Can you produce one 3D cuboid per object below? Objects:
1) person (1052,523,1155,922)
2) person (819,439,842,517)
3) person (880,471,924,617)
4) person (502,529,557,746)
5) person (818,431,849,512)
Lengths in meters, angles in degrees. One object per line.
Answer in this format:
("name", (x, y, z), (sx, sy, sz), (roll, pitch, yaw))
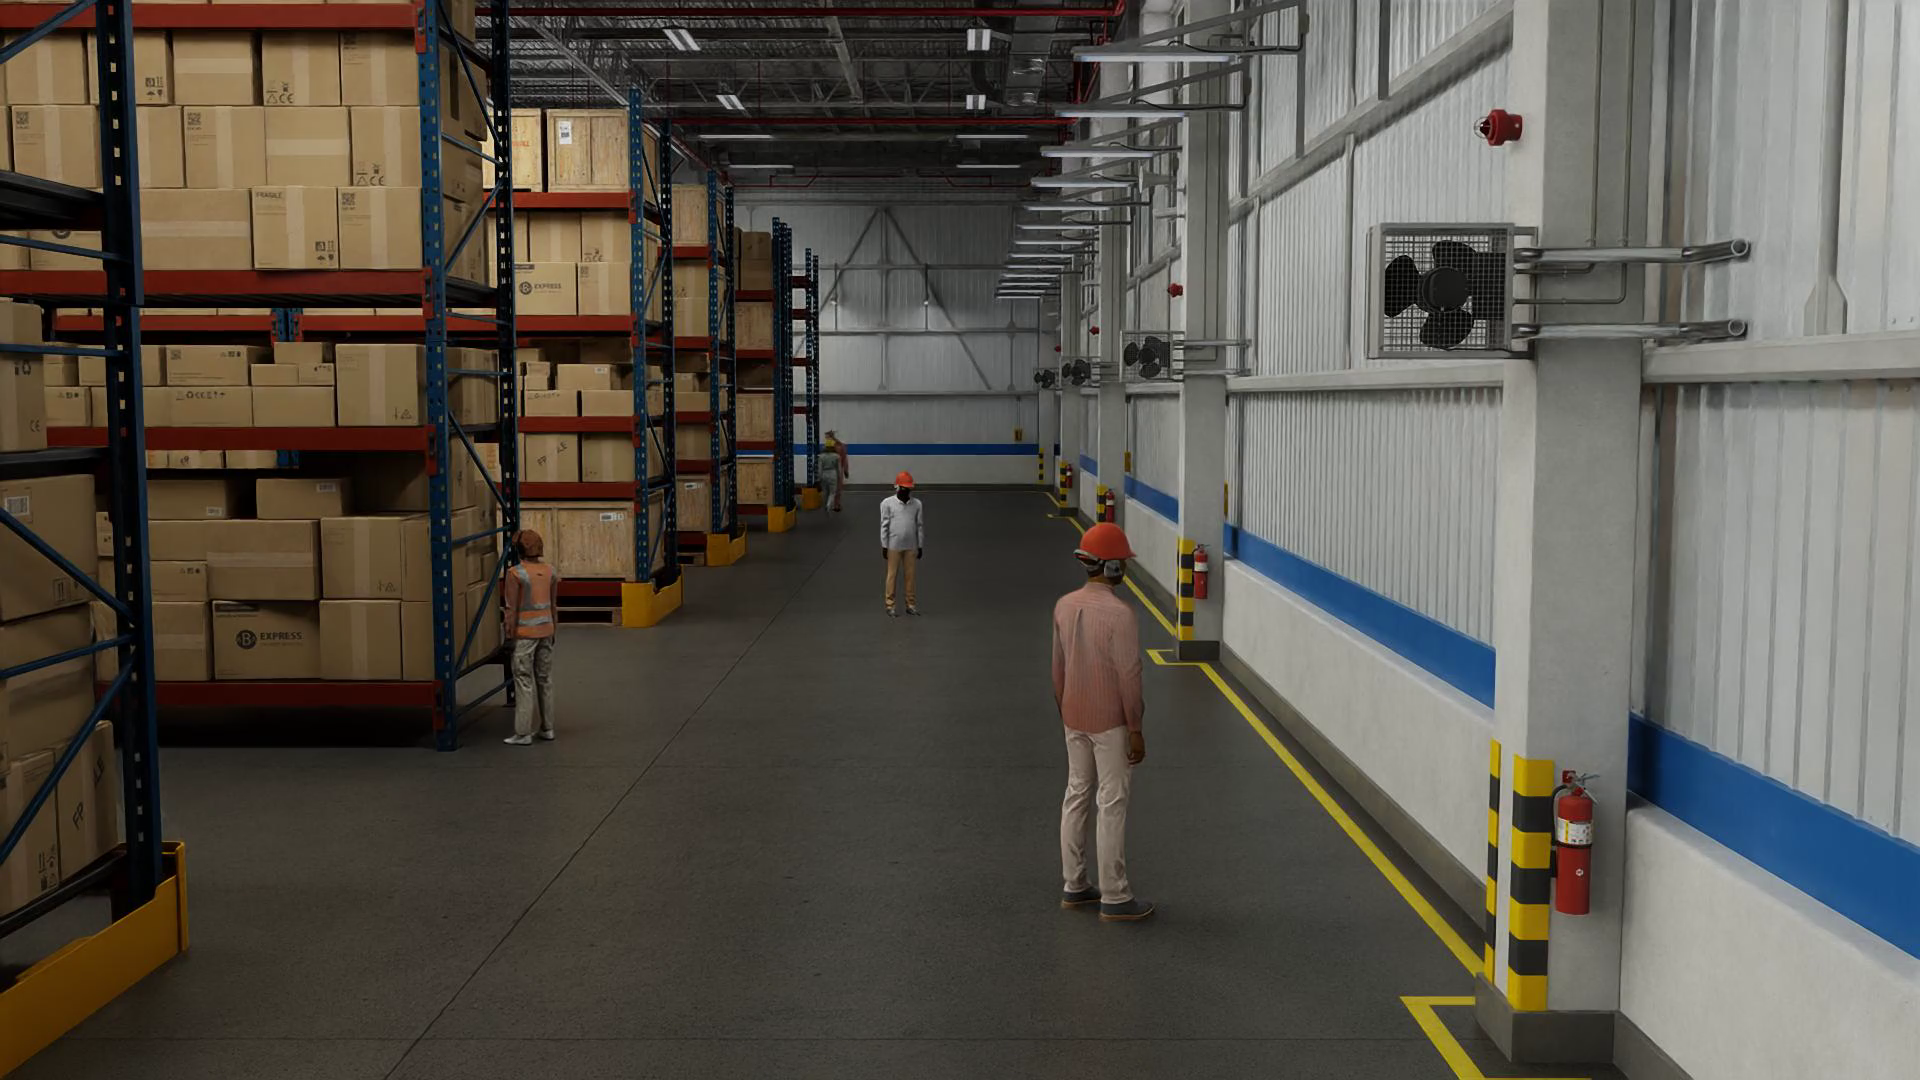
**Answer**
("person", (0.718, 0.909, 8.412), (0.379, 1.996, 0.611), (-4, 6, -36))
("person", (-2.838, -1.337, 36.211), (0.514, 1.712, 0.668), (1, 5, 12))
("person", (-0.680, 0.052, 19.867), (0.562, 1.743, 0.347), (-2, 5, -26))
("person", (-3.244, 0.732, 12.586), (0.321, 1.631, 0.526), (3, 6, 29))
("person", (-2.934, -1.561, 38.047), (0.673, 1.852, 0.917), (2, 5, 21))
